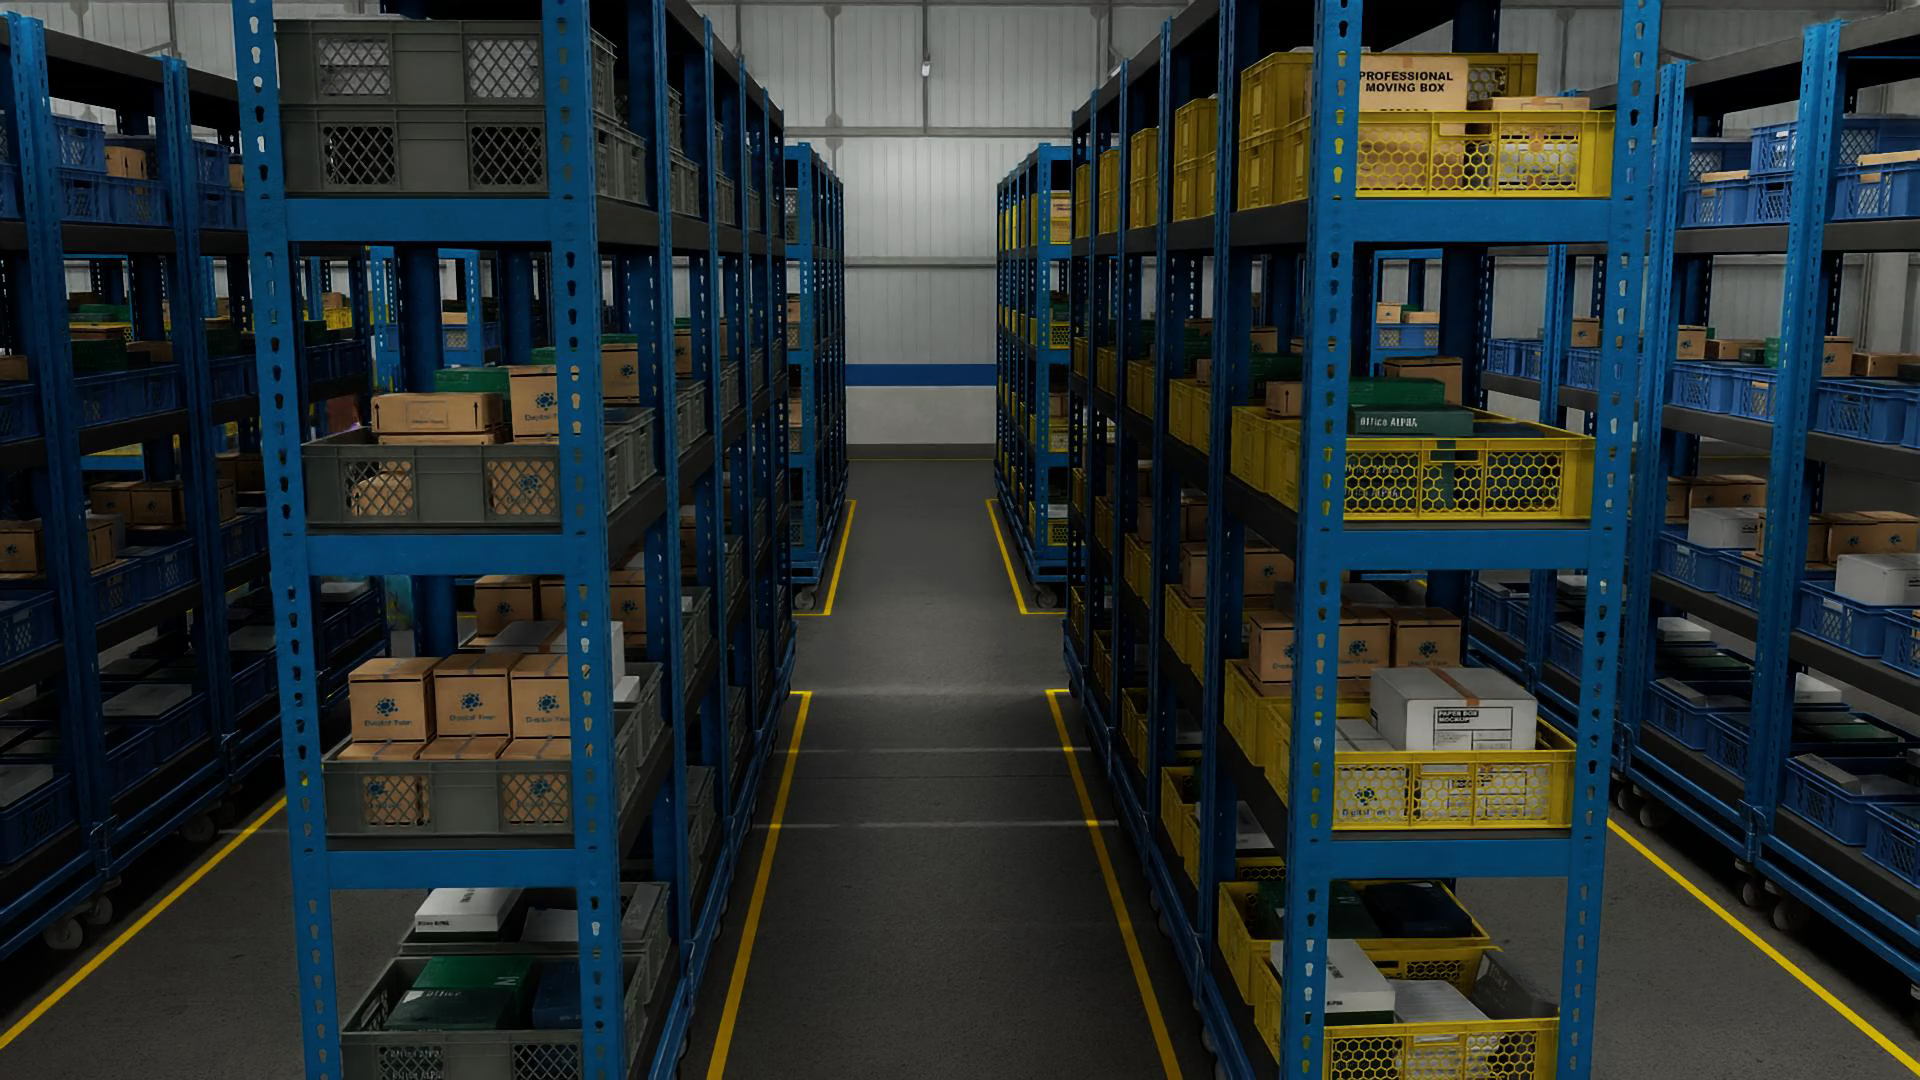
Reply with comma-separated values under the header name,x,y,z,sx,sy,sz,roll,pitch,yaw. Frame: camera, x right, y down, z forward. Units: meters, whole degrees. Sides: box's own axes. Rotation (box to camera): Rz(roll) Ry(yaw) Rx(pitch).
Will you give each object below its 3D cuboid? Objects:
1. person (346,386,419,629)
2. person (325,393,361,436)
name,x,y,z,sx,sy,sz,roll,pitch,yaw
person,-4.201,-0.223,12.233,0.922,1.801,0.585,0,9,0
person,-5.439,-0.740,14.947,0.636,1.960,0.581,4,10,22
